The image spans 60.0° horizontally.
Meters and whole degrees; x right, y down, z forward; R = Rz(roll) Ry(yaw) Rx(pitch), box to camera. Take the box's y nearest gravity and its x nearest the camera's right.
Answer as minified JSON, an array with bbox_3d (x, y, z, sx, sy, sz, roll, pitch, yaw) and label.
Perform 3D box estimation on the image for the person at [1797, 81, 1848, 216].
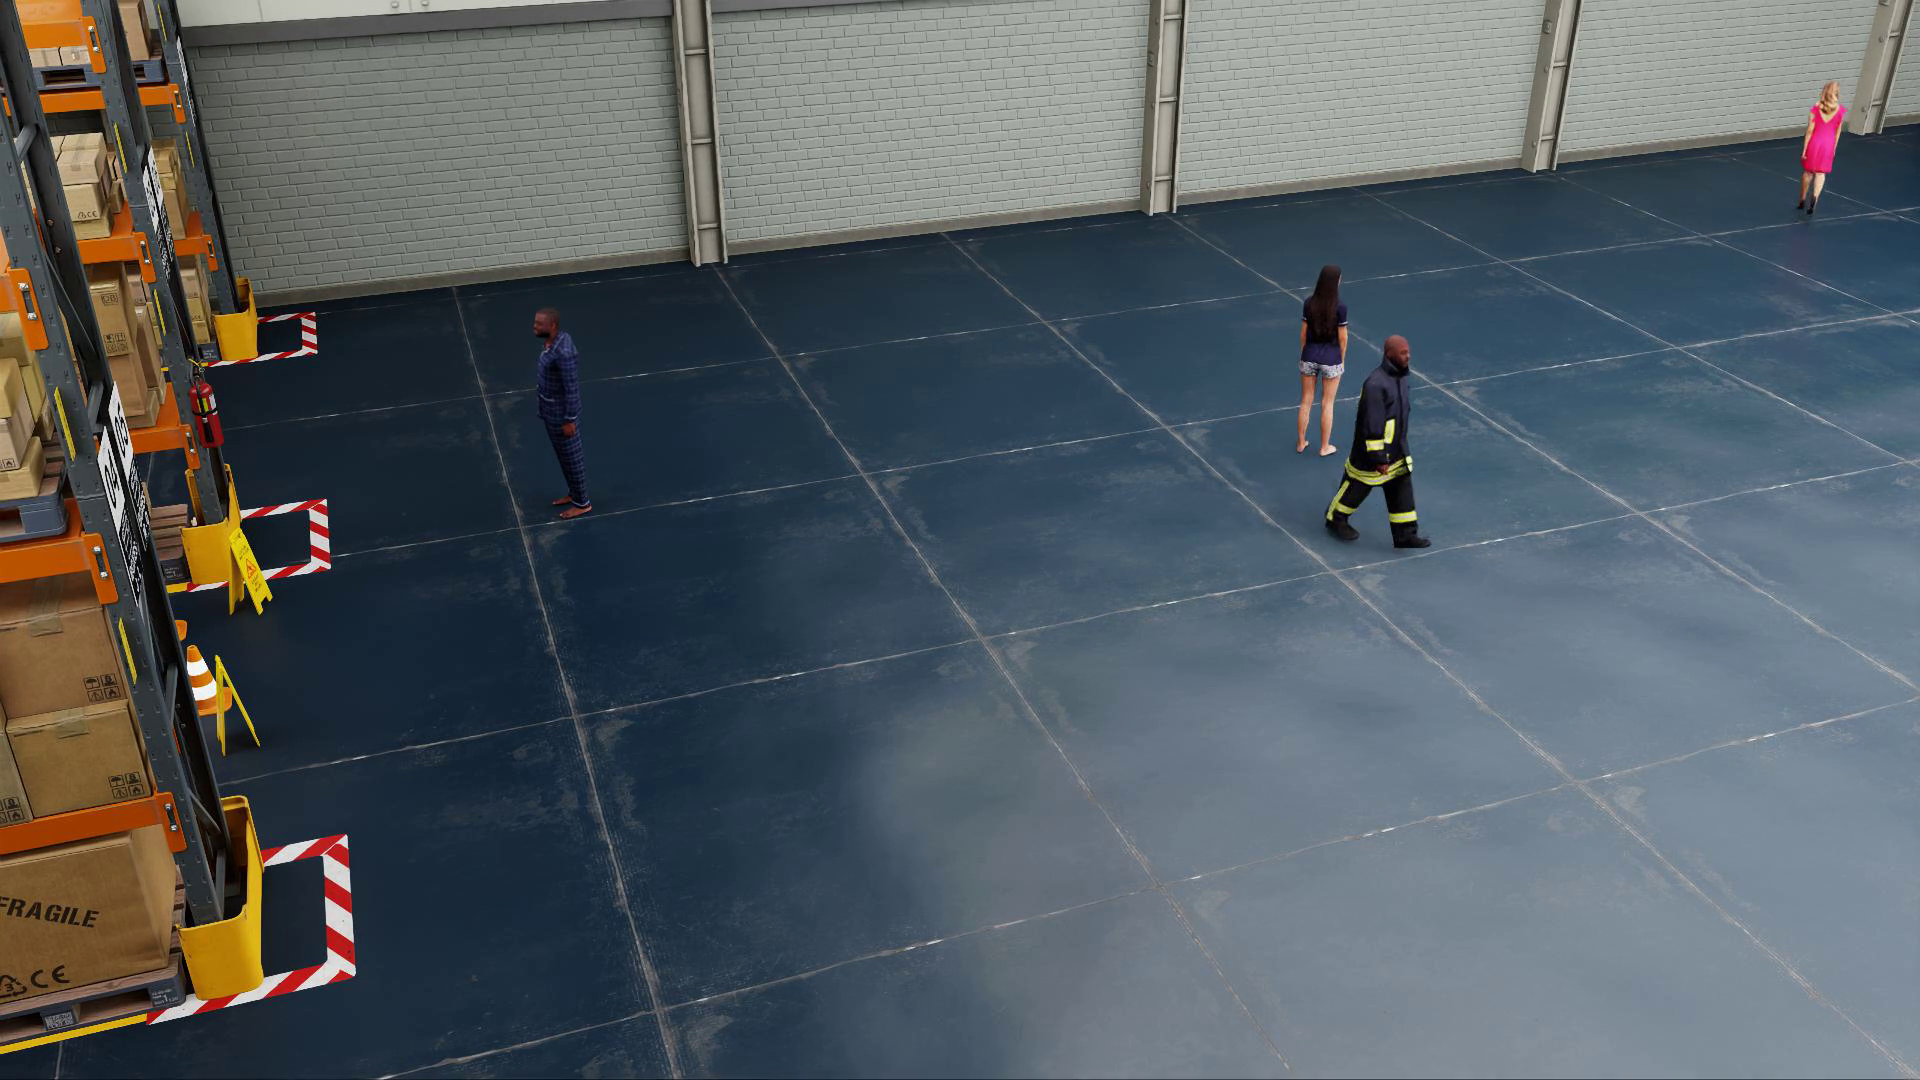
[{"bbox_3d":[11.017,-4.970,21.285,0.979,1.698,1.030,11,30,20],"label":"person"}]

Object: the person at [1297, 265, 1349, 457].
[{"bbox_3d":[3.232,-1.599,14.884,0.660,1.766,0.707,15,31,26],"label":"person"}]

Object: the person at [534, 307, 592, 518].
[{"bbox_3d":[-3.316,-1.078,13.843,0.623,1.824,0.695,-12,30,-22],"label":"person"}]

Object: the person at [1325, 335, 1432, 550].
[{"bbox_3d":[3.286,-0.788,13.334,1.187,1.791,1.071,-23,36,-36],"label":"person"}]
